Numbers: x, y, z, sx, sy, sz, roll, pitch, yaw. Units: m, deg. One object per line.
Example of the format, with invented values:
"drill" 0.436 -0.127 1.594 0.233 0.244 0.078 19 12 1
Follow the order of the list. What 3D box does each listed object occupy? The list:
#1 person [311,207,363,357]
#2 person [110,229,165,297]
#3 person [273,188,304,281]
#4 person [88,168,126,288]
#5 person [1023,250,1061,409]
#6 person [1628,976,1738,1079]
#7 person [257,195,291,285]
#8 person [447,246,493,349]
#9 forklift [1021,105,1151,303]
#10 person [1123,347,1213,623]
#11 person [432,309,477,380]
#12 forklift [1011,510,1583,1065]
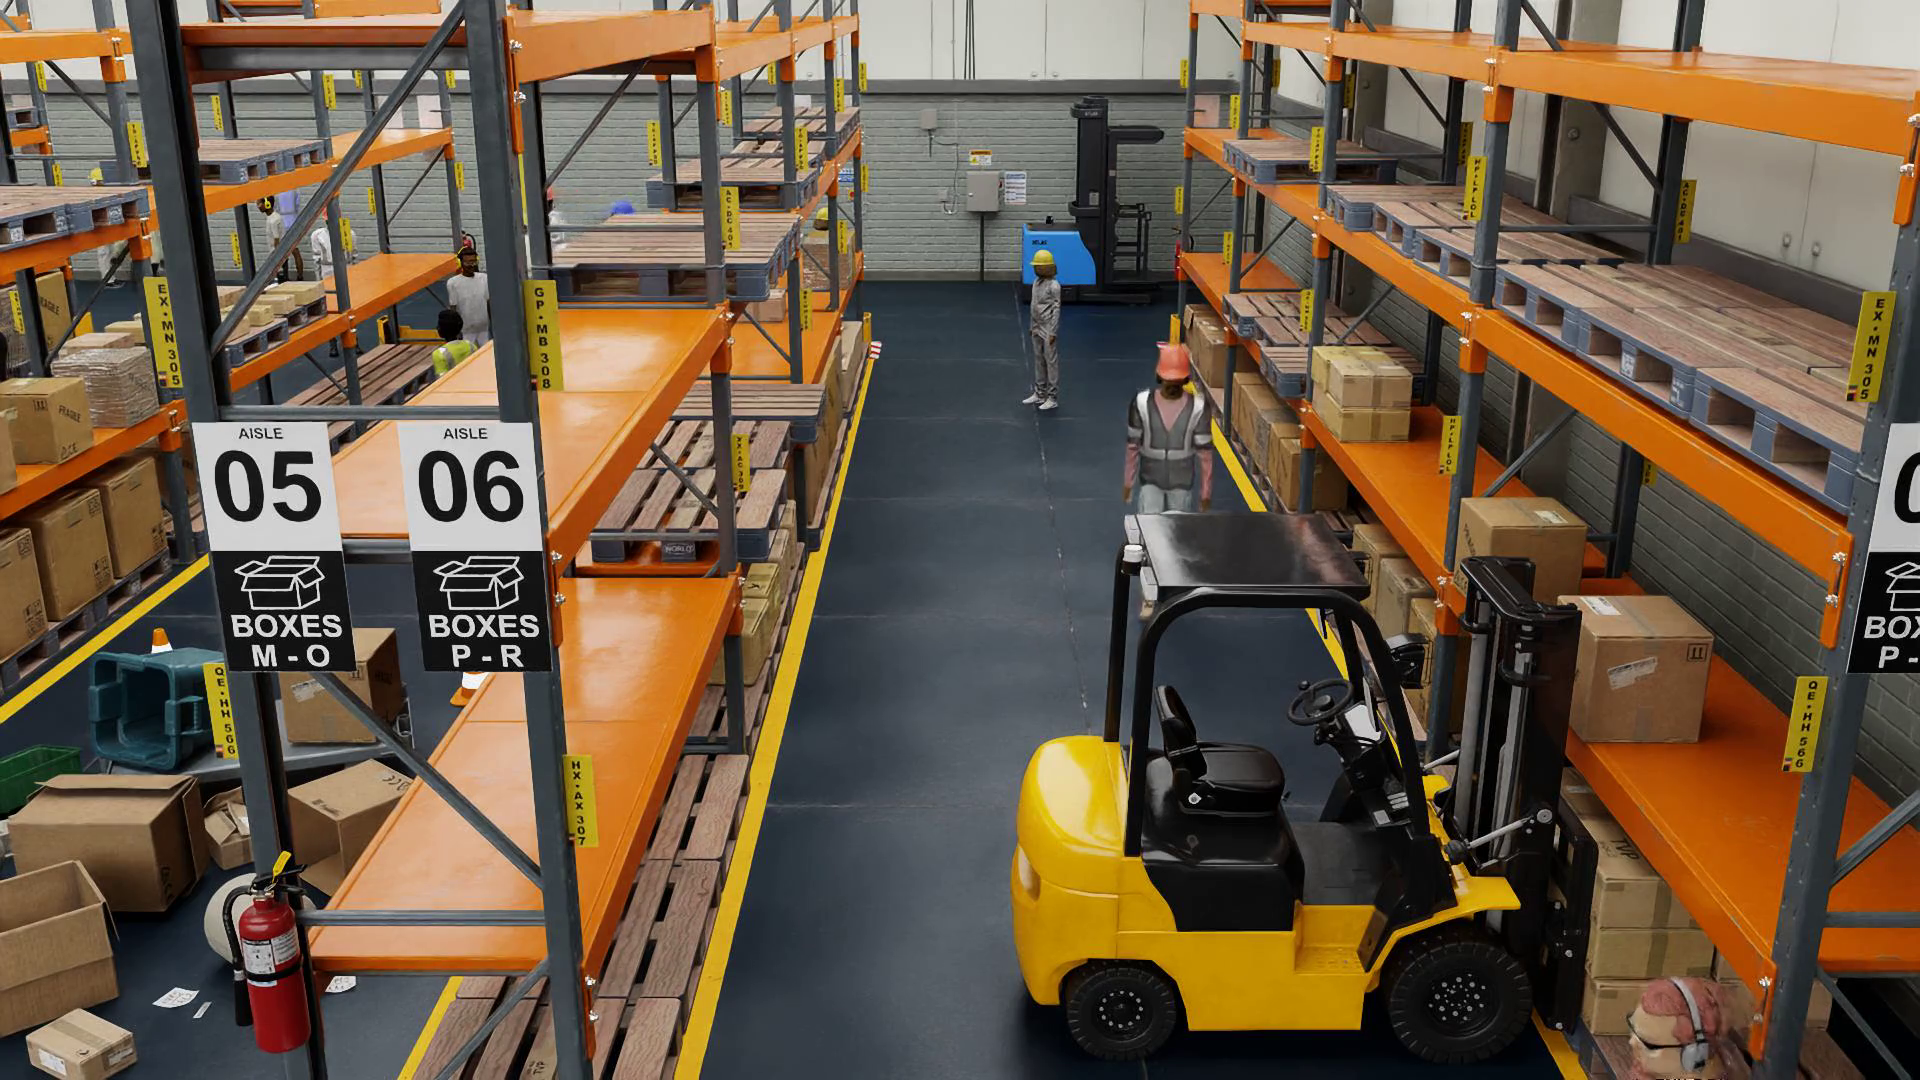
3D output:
"person" -7.797 -3.270 20.872 0.543 1.928 0.374 -10 21 -27
"person" -10.999 -3.792 22.392 0.664 1.963 0.637 7 20 20
"person" -10.368 -4.810 25.537 0.376 1.932 0.544 15 23 37
"person" -13.220 -4.814 25.707 0.403 1.822 0.587 -5 19 -16
"person" 0.912 -2.314 18.276 0.293 1.742 0.488 -11 21 -29
"person" 2.151 2.083 4.791 0.781 1.869 0.687 2 18 5
"person" -9.270 -3.798 22.598 0.372 1.853 0.496 -6 19 -18
"person" -5.202 -2.221 17.817 0.499 1.861 0.327 -15 24 -39
"forklift" 1.857 -4.944 24.441 1.873 2.768 1.129 0 18 0
"person" 1.502 -0.386 12.030 0.639 2.000 0.969 2 18 7
"person" -4.577 -1.255 15.137 0.315 1.700 0.541 7 20 21
"forklift" 1.387 1.055 7.378 2.313 2.155 1.214 0 18 0
